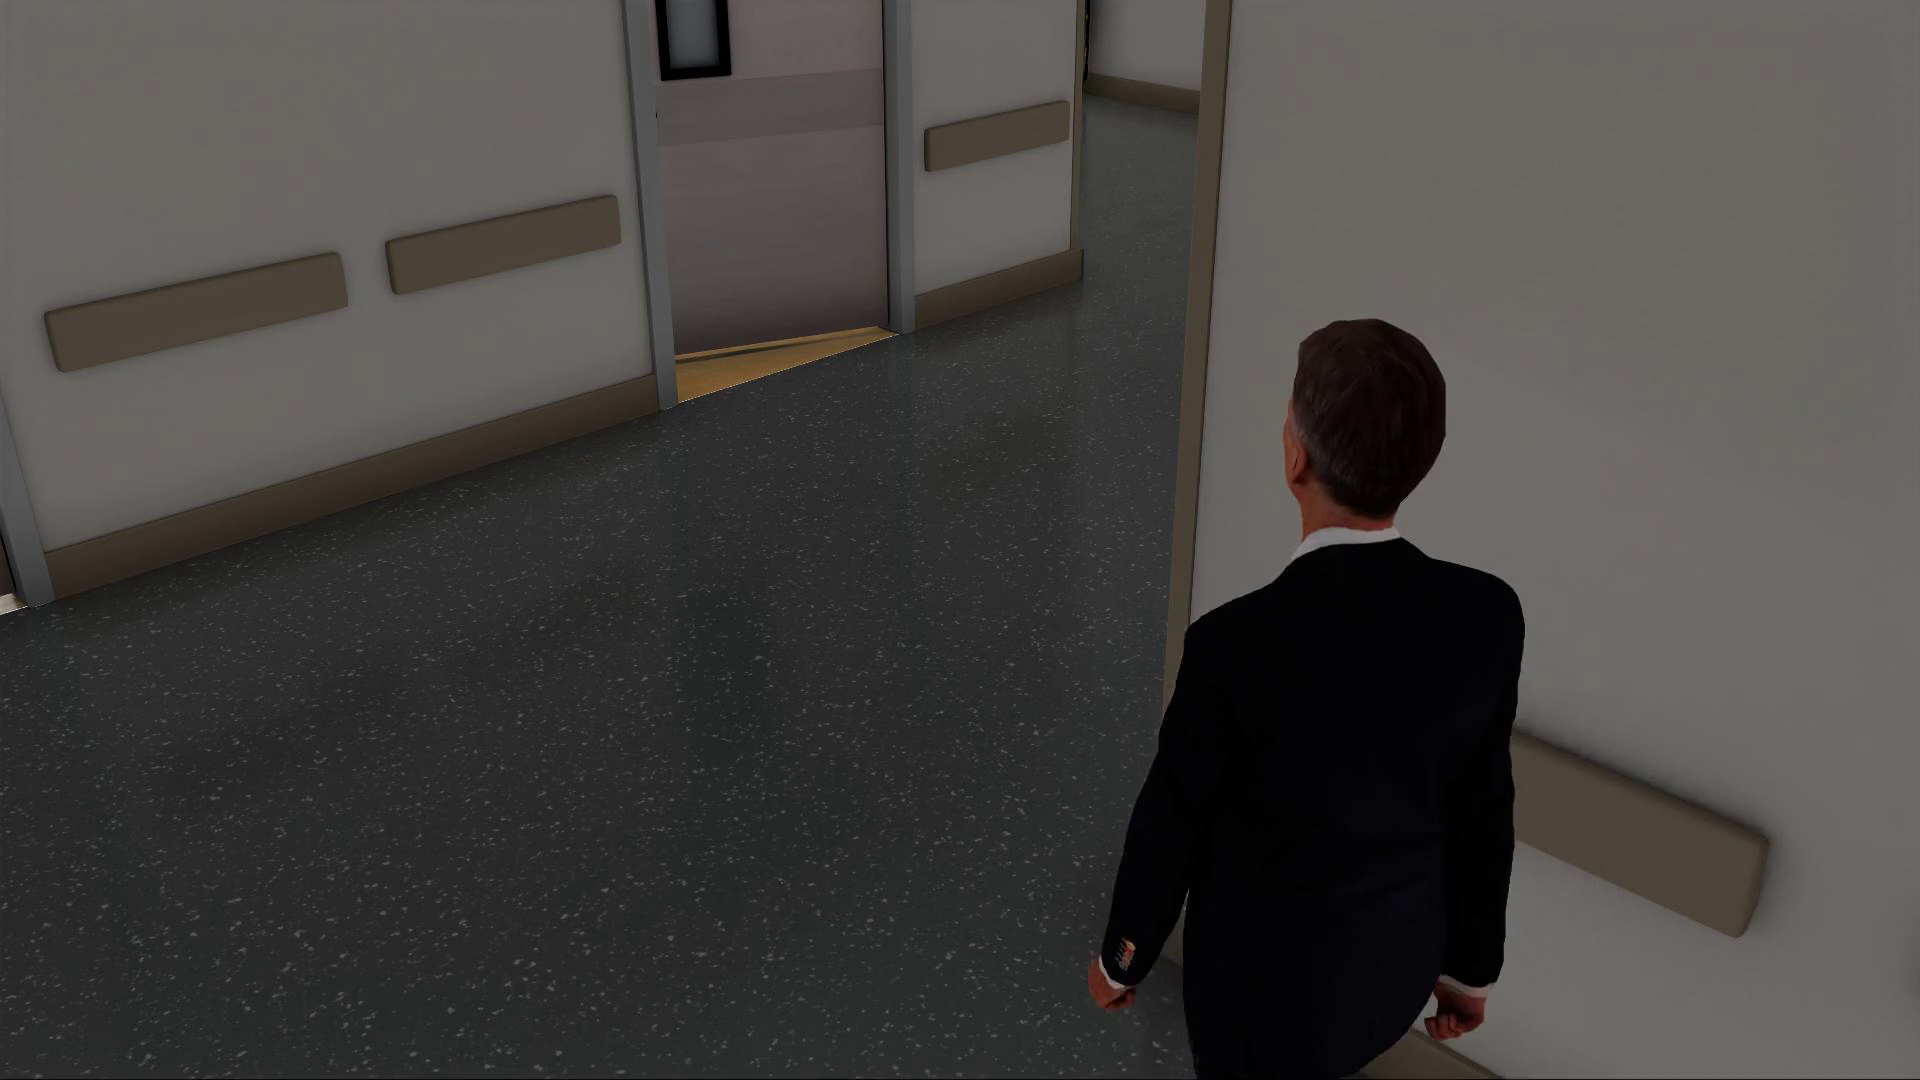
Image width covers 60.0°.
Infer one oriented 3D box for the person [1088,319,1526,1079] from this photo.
[{"bbox_3d":[0.510,0.613,2.283,0.794,1.798,0.871,-11,28,-21],"label":"person"}]
